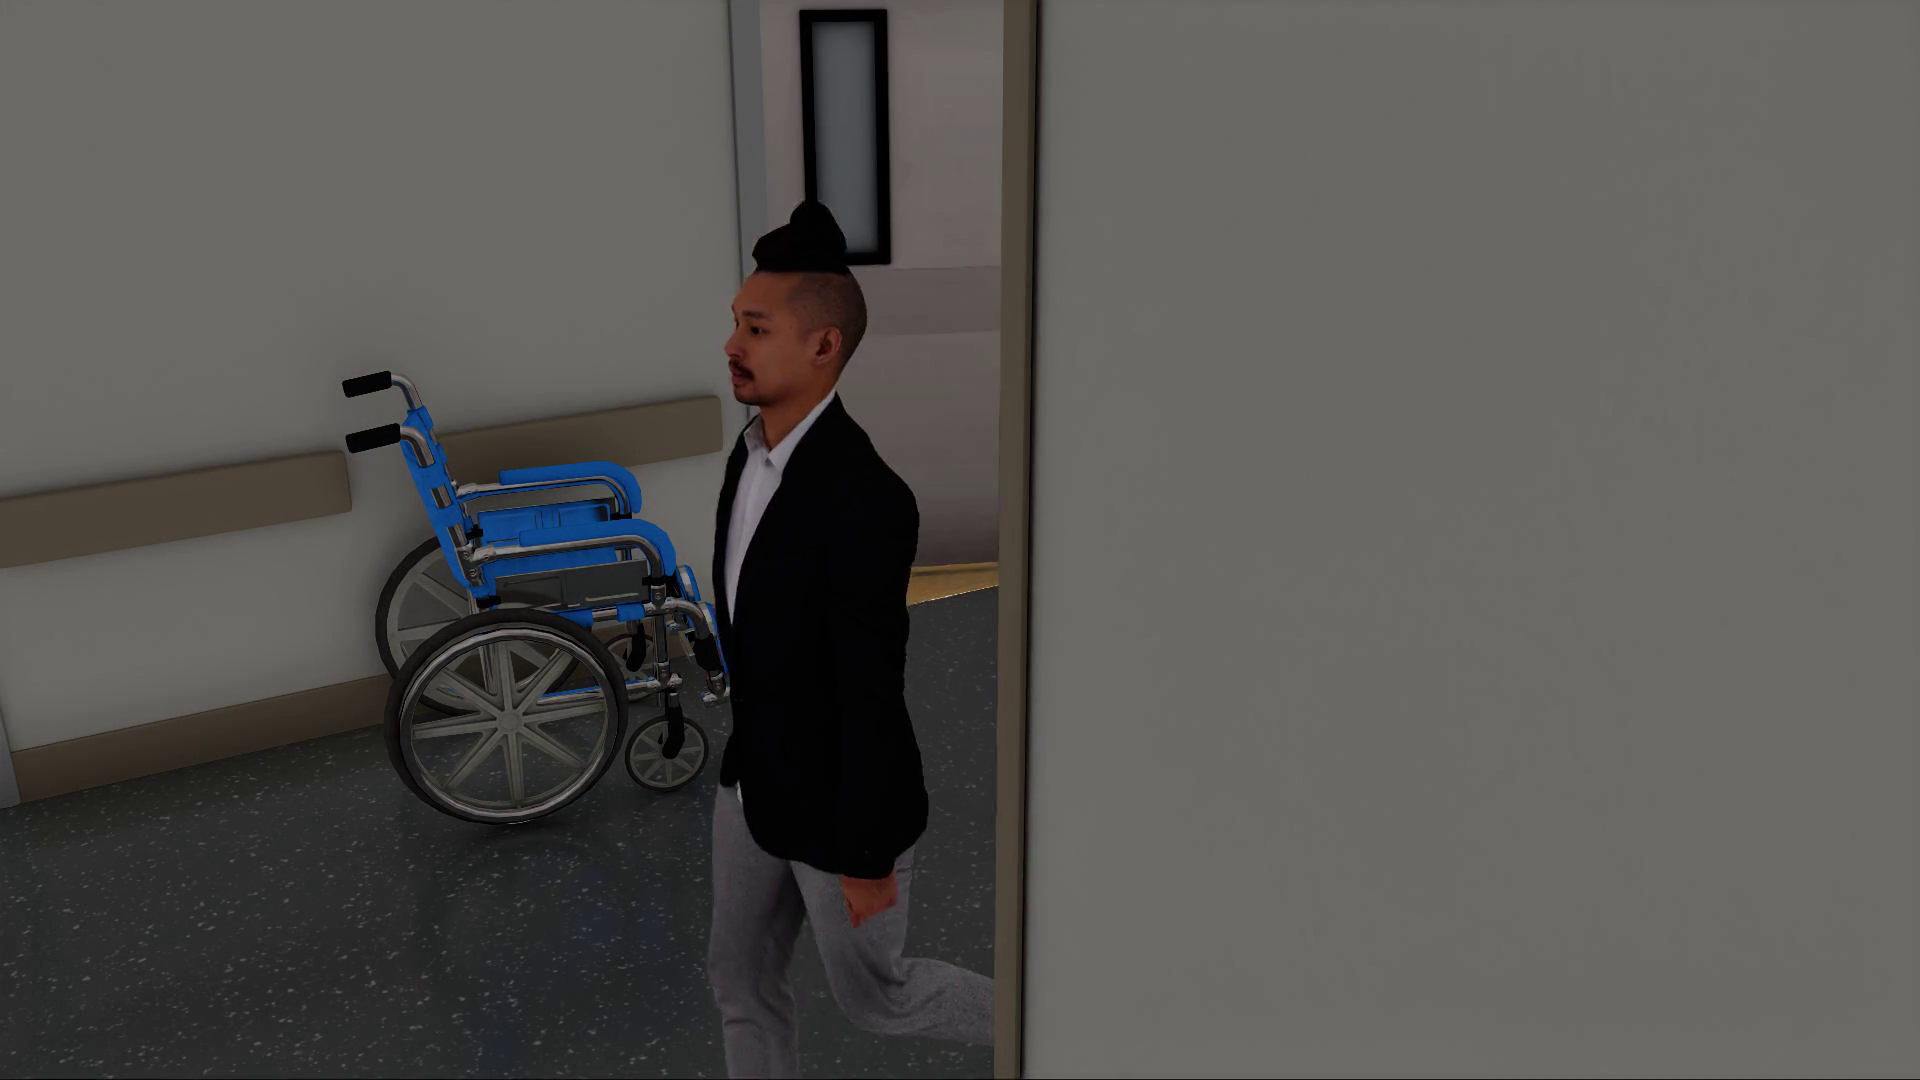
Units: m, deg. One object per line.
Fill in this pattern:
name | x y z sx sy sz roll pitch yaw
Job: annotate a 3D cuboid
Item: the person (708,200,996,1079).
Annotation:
person | -0.158 0.392 2.947 1.122 1.922 0.703 -12 24 -28
